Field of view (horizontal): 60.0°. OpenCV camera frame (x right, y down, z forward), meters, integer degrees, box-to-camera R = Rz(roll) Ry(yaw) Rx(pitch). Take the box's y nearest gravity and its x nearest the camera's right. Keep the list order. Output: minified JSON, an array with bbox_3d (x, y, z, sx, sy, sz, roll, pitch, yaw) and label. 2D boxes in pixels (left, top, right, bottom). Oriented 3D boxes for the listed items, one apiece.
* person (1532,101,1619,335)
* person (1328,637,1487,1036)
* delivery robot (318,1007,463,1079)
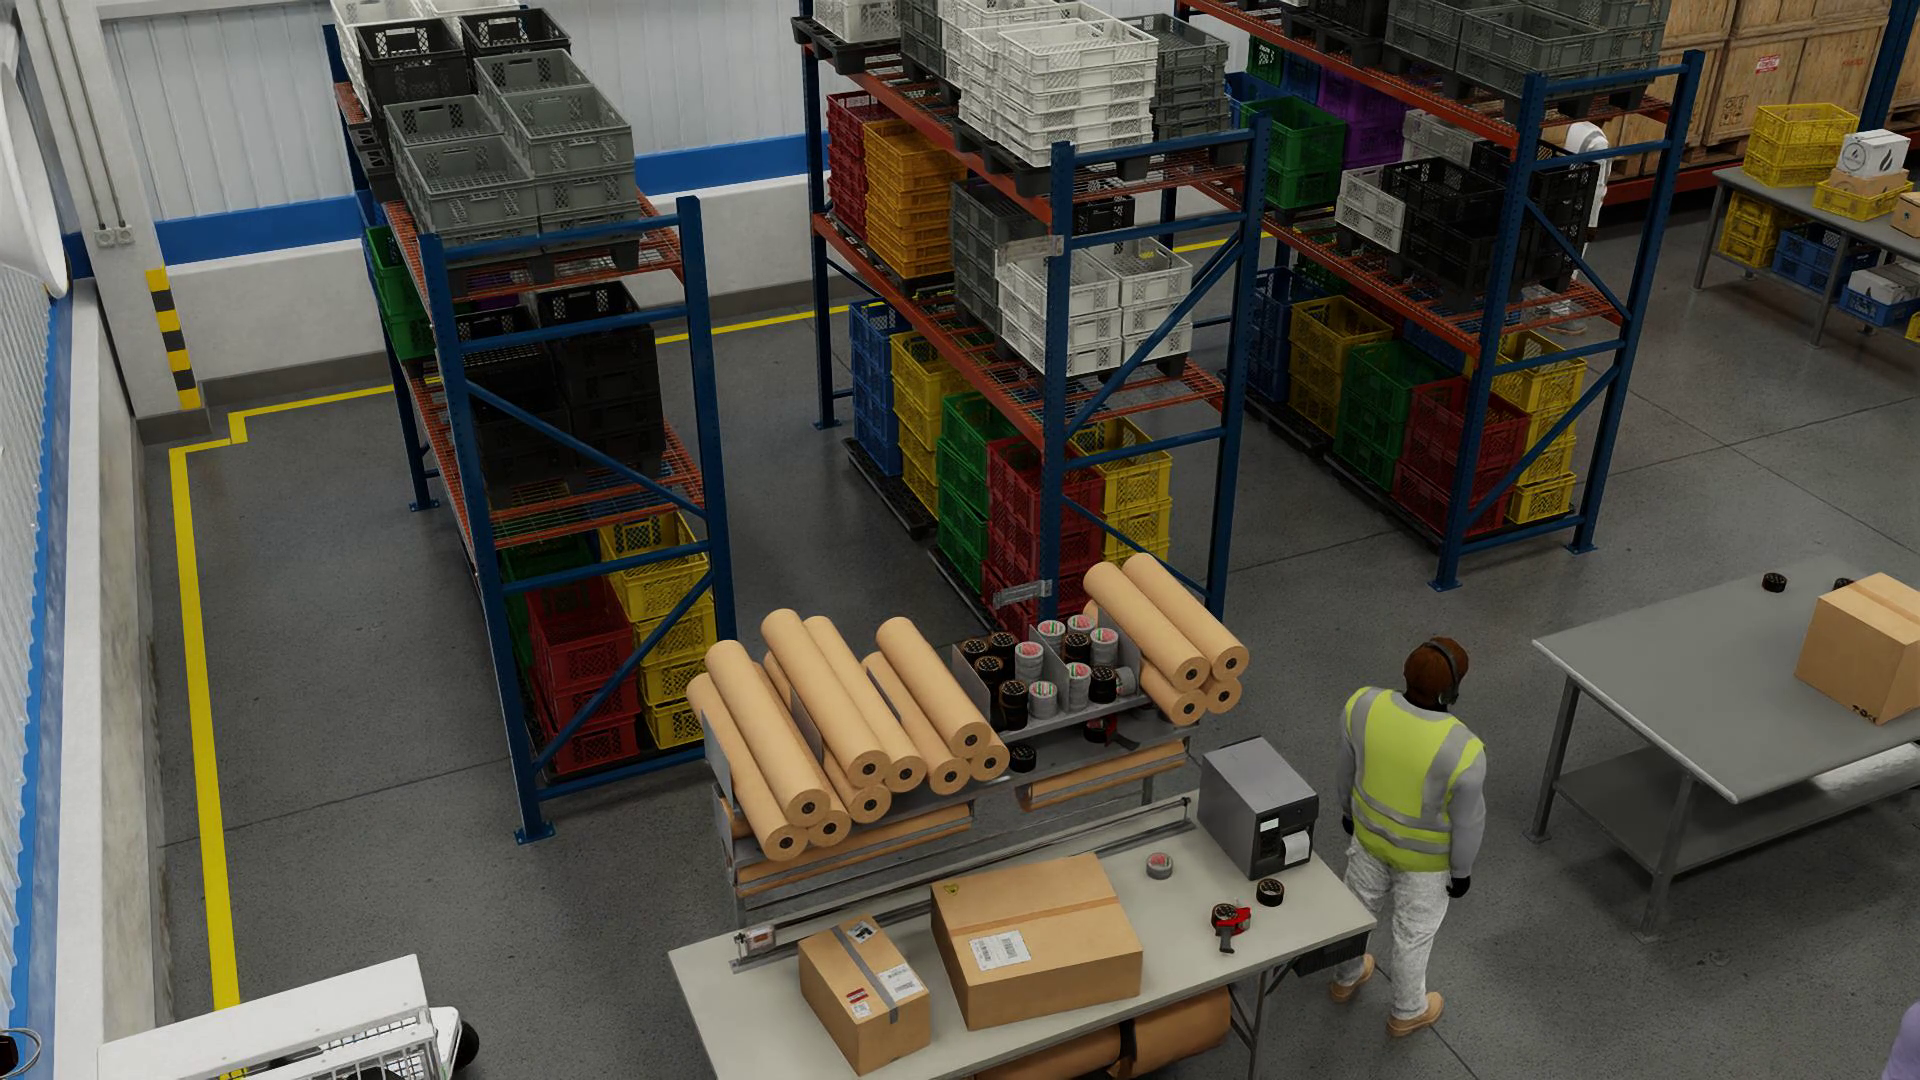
[{"bbox_3d":[4.628,-2.473,12.435,0.344,1.879,0.585,-2,32,-3],"label":"person"},{"bbox_3d":[1.765,1.165,6.564,0.430,1.845,0.619,-27,40,-36],"label":"person"},{"bbox_3d":[-2.286,1.982,6.371,0.707,0.478,0.477,-2,32,-3],"label":"delivery robot"}]
